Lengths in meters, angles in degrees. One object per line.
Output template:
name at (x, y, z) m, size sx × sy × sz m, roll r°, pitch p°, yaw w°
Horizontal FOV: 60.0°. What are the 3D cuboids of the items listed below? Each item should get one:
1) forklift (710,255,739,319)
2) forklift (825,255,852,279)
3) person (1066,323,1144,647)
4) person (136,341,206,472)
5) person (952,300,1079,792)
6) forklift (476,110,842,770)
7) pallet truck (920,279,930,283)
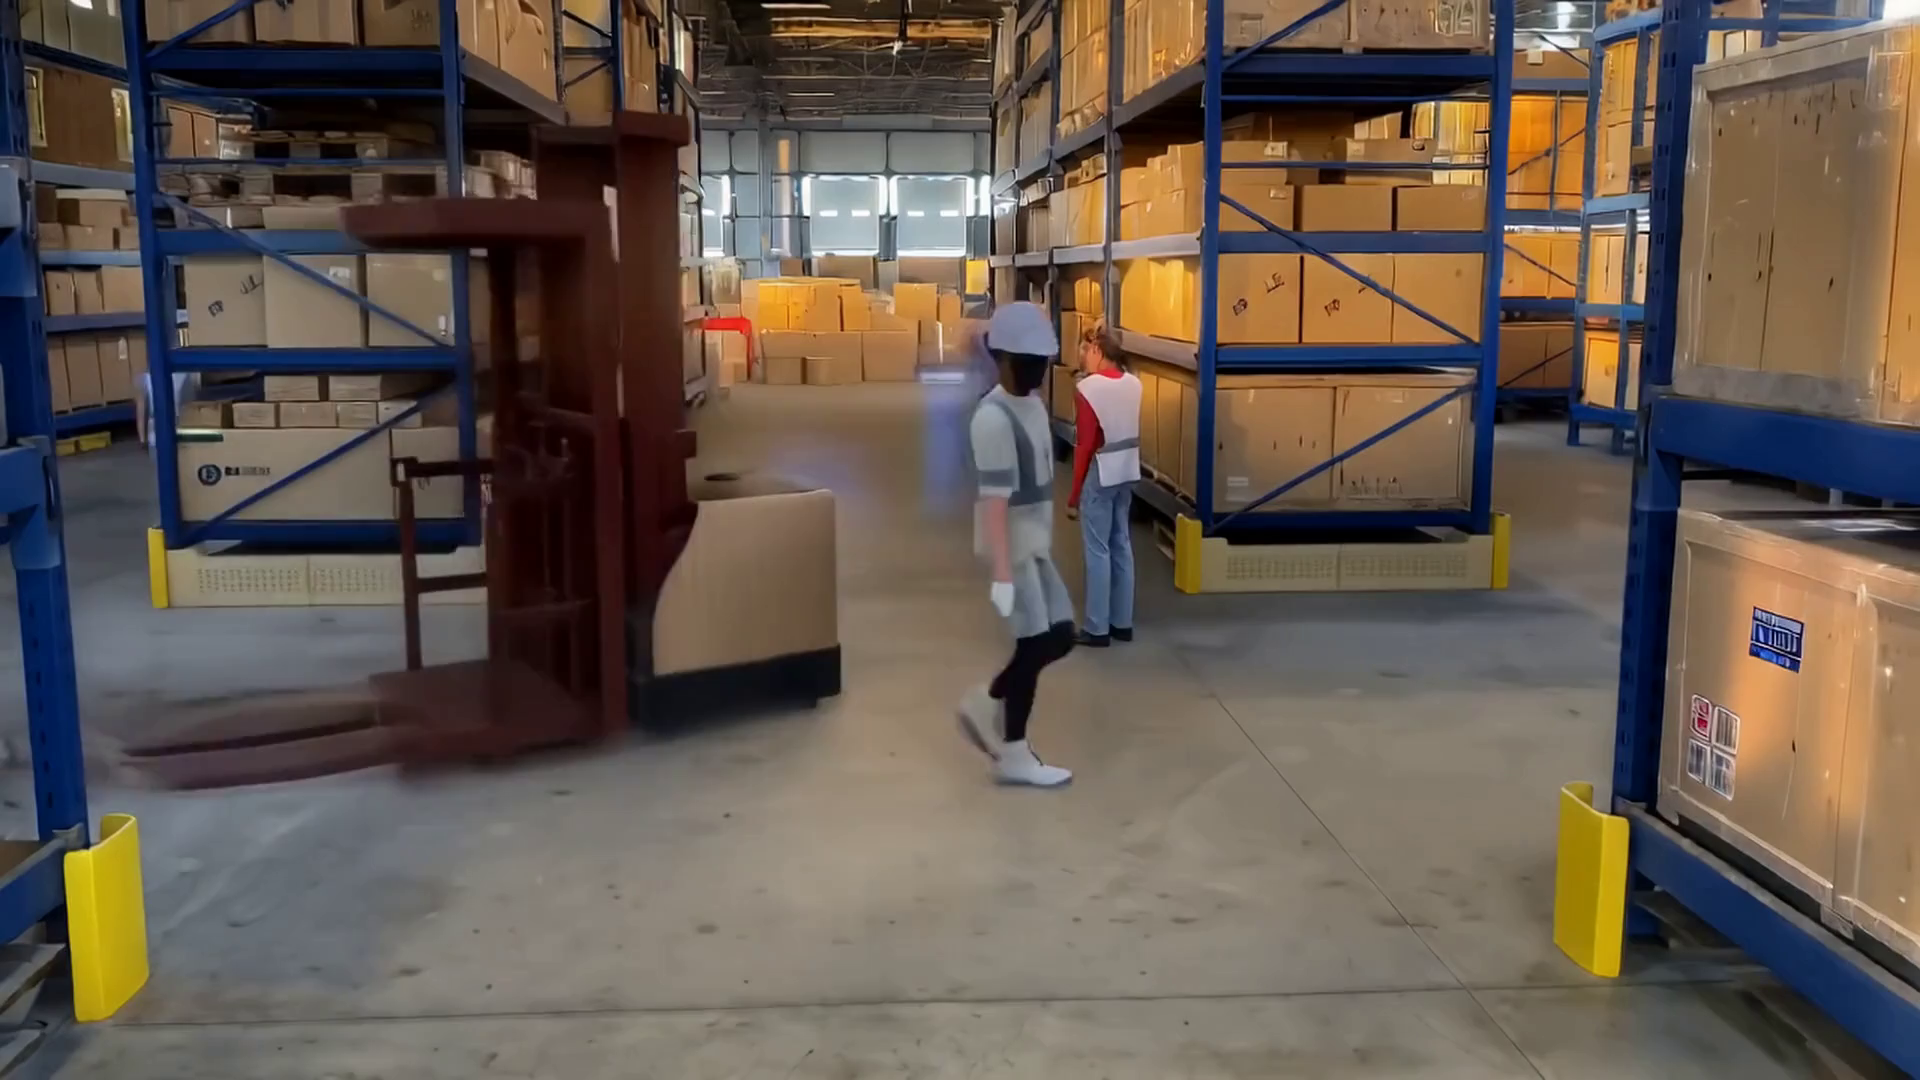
forklift at (-8.368, -8.713, 59.038) m, size 1.129 × 2.768 × 1.873 m, roll -1°, pitch 9°, yaw -4°
forklift at (-4.261, -8.622, 58.469) m, size 1.129 × 2.768 × 1.873 m, roll -4°, pitch 10°, yaw -23°
person at (0.832, -0.309, 9.505) m, size 0.383 × 1.845 × 0.570 m, roll 8°, pitch 12°, yaw 40°
person at (-6.253, -0.791, 13.306) m, size 0.537 × 1.587 × 0.863 m, roll -1°, pitch 9°, yaw -6°
person at (0.258, 0.037, 6.779) m, size 0.460 × 2.011 × 0.628 m, roll 3°, pitch 9°, yaw 17°
forklift at (-1.598, -0.550, 7.783) m, size 1.873 × 2.768 × 1.129 m, roll -7°, pitch 11°, yaw -38°
pallet truck at (-0.932, -8.922, 63.114) m, size 1.885 × 1.965 × 0.823 m, roll 2°, pitch 9°, yaw 13°
